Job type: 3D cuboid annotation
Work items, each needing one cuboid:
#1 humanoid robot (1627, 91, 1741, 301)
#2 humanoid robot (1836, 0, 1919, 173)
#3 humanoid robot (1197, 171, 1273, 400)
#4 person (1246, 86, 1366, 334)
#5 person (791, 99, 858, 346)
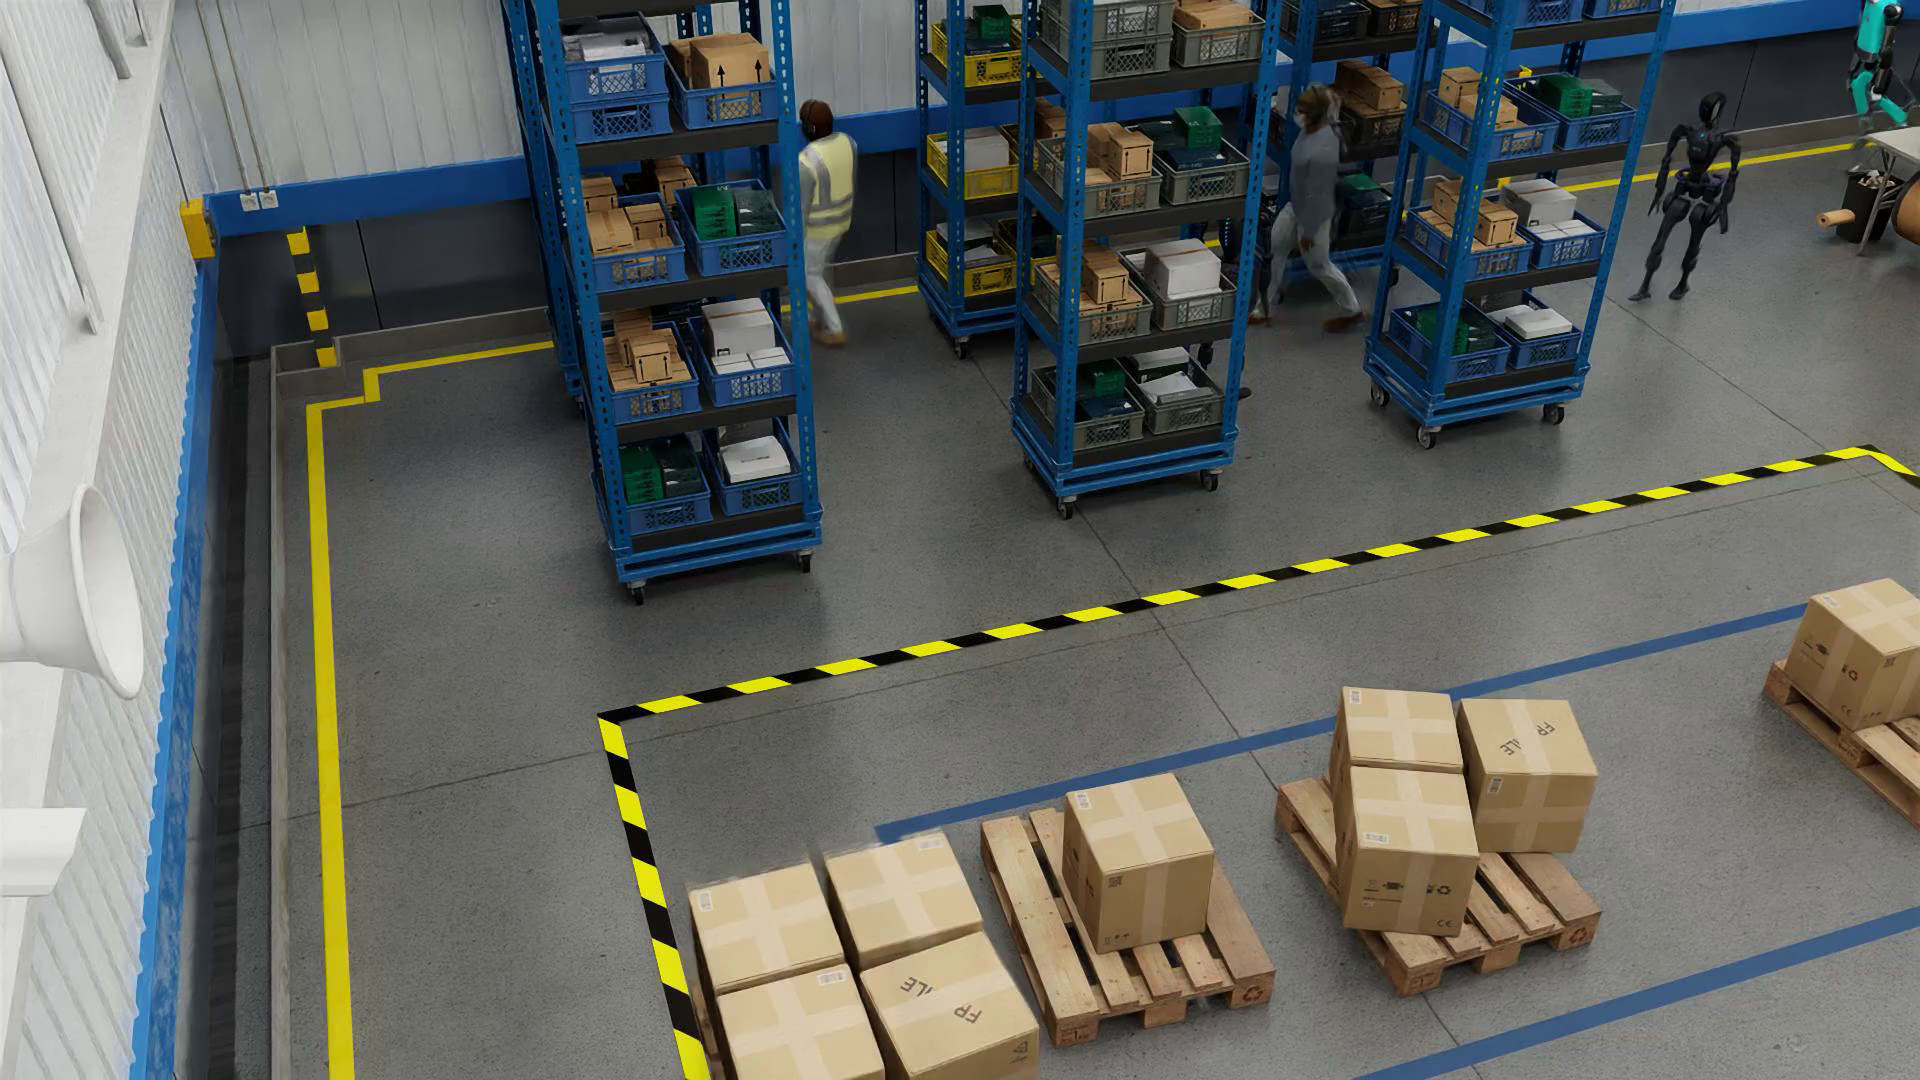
[{"bbox_3d":[5.455,-2.526,12.423,0.612,1.642,0.633,28,44,33],"label":"humanoid robot"},{"bbox_3d":[8.056,-3.968,14.486,0.737,1.877,0.537,-1,35,-2],"label":"humanoid robot"},{"bbox_3d":[1.818,-1.735,11.280,0.599,1.657,0.315,20,40,26],"label":"humanoid robot"},{"bbox_3d":[2.550,-2.355,11.990,1.004,1.892,0.637,-2,35,-3],"label":"person"},{"bbox_3d":[-1.017,-2.277,11.947,0.499,1.836,0.656,20,40,25],"label":"person"}]
